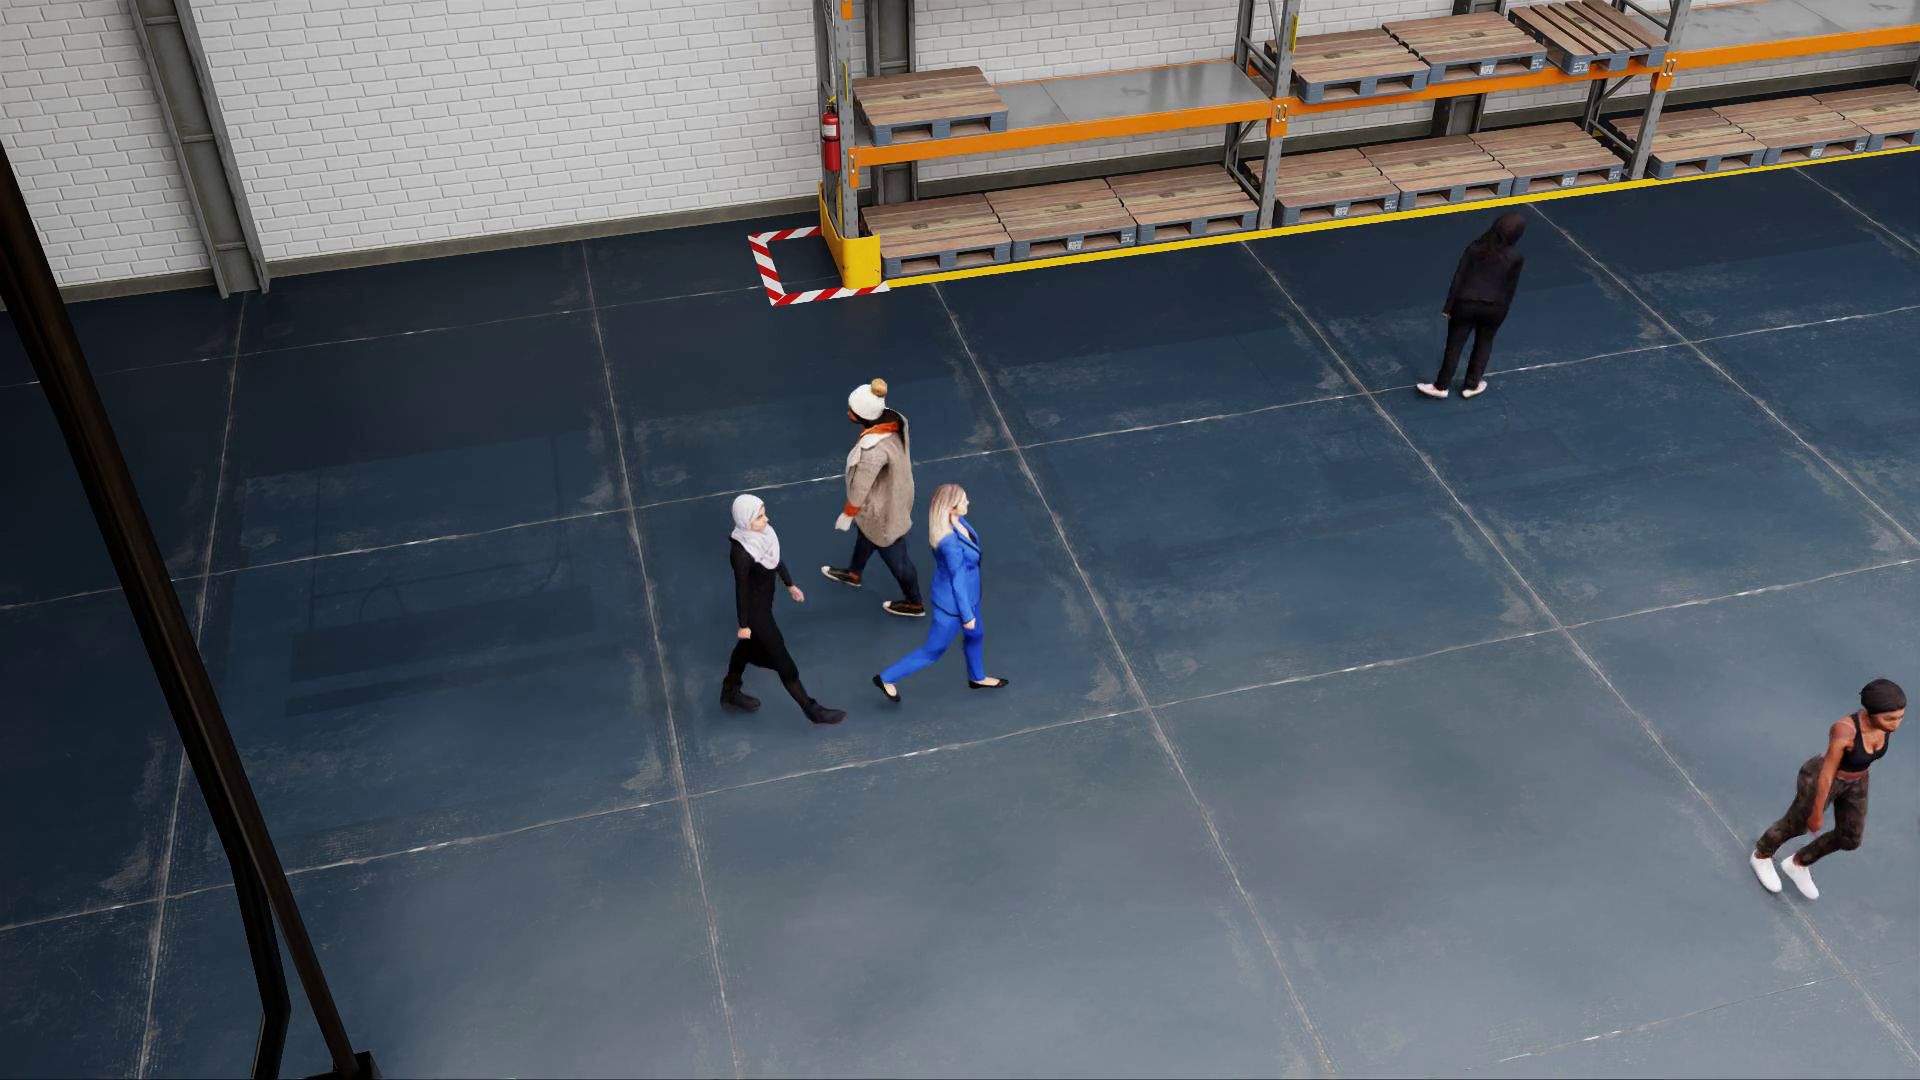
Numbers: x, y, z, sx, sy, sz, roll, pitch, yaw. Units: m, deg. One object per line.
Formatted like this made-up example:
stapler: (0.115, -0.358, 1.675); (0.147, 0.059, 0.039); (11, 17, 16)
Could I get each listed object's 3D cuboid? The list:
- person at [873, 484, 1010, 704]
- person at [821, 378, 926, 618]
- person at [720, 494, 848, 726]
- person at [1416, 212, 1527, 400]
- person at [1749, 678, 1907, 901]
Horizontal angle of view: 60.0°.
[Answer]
person: (-0.142, 0.386, 10.292); (1.165, 1.671, 0.803); (-1, 39, -1)
person: (-0.408, -0.247, 10.927); (1.128, 1.868, 0.938); (7, 39, 8)
person: (-1.307, 0.431, 10.179); (1.168, 1.742, 0.889); (5, 39, 6)
person: (4.046, -1.816, 13.114); (0.744, 1.589, 0.940); (-3, 39, -4)
person: (4.732, 1.328, 9.110); (0.644, 1.673, 0.707); (-12, 40, -14)
